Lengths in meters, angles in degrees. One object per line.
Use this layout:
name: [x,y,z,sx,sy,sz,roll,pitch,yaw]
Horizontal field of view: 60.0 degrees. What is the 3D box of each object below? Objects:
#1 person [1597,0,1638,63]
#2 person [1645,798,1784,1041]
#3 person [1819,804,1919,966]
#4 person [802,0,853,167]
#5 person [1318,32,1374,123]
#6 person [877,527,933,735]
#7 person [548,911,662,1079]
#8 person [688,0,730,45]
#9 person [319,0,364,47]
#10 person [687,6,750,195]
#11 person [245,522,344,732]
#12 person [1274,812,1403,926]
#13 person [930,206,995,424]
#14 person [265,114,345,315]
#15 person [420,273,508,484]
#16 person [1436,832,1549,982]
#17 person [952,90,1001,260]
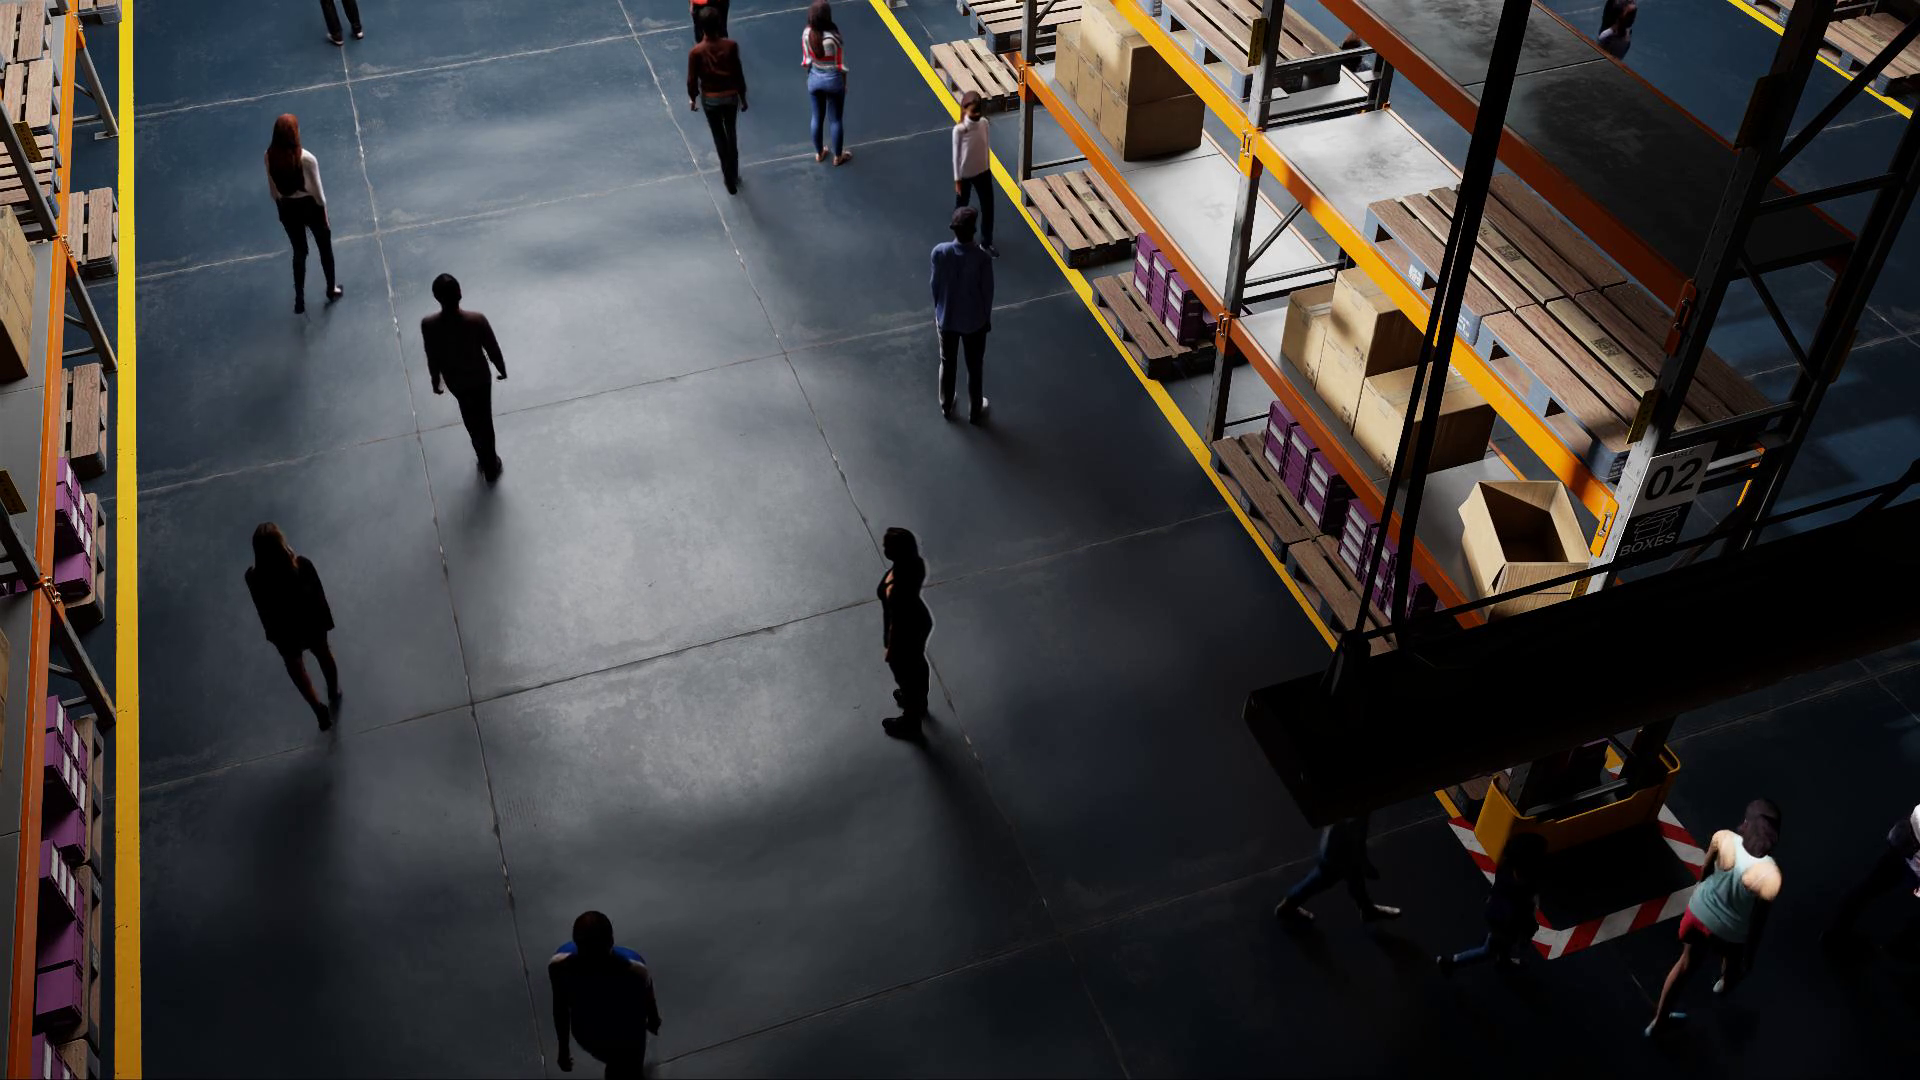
person: [5.846,-4.230,15.447,0.770,1.675,1.288,-23,48,-22]
person: [3.958,2.058,8.801,0.886,1.738,1.037,-22,48,-22]
person: [5.171,1.706,9.089,0.840,1.850,0.870,-3,44,-3]
person: [-1.258,-4.281,15.547,0.661,1.612,0.707,15,46,15]
person: [3.387,-3.727,14.861,0.627,1.756,1.175,-12,45,-13]
person: [-0.342,0.567,10.403,0.738,1.687,0.656,12,45,13]
person: [-1.754,2.381,8.397,1.011,1.828,1.317,4,44,4]
person: [-2.486,-5.370,16.646,0.620,1.673,0.822,-12,45,-13]
person: [-6.596,-5.969,17.330,0.765,1.596,0.780,-31,52,-28]
person: [-2.151,-3.934,15.069,0.666,1.769,0.609,-14,45,-14]
person: [-4.134,0.582,10.405,0.613,1.663,0.804,-18,46,-18]
person: [2.049,1.748,9.339,0.931,1.446,0.968,8,44,9]
person: [0.011,-1.702,12.640,0.737,1.887,0.761,9,44,10]
person: [-5.440,-2.634,13.731,0.825,1.731,0.980,1,44,1]
person: [-3.607,-1.125,12.130,0.813,1.756,0.784,-13,45,-14]
person: [2.972,2.069,9.176,0.715,1.206,0.802,-2,44,-2]
person: [0.065,-3.246,14.512,0.583,1.541,0.757,-18,46,-18]
